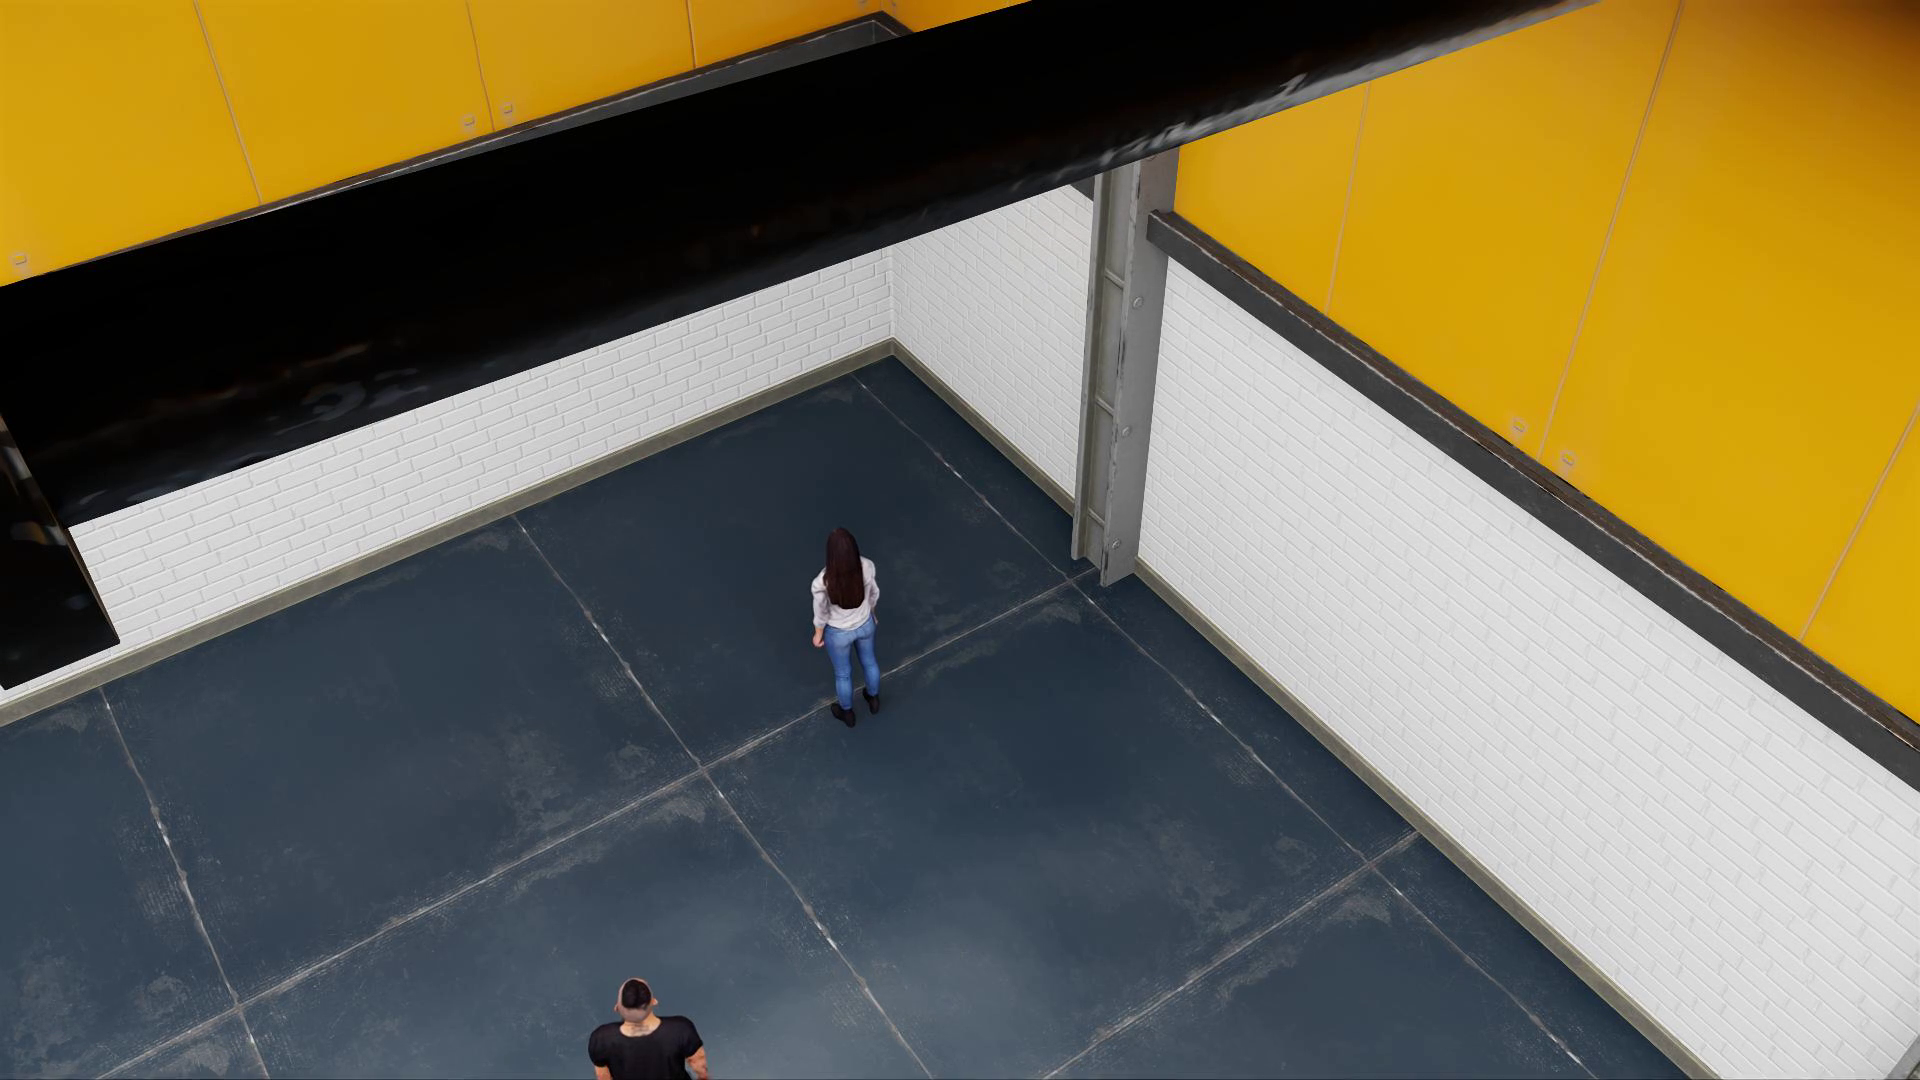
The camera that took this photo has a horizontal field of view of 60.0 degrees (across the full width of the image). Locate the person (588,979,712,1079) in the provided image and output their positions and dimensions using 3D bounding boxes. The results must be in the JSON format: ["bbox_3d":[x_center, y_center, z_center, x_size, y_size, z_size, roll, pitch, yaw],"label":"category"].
[{"bbox_3d":[-1.490,2.673,8.134,0.772,1.868,0.745,-7,44,-7],"label":"person"}]

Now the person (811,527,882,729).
[{"bbox_3d":[-0.694,0.555,10.528,0.610,1.633,0.517,-23,48,-22],"label":"person"}]
